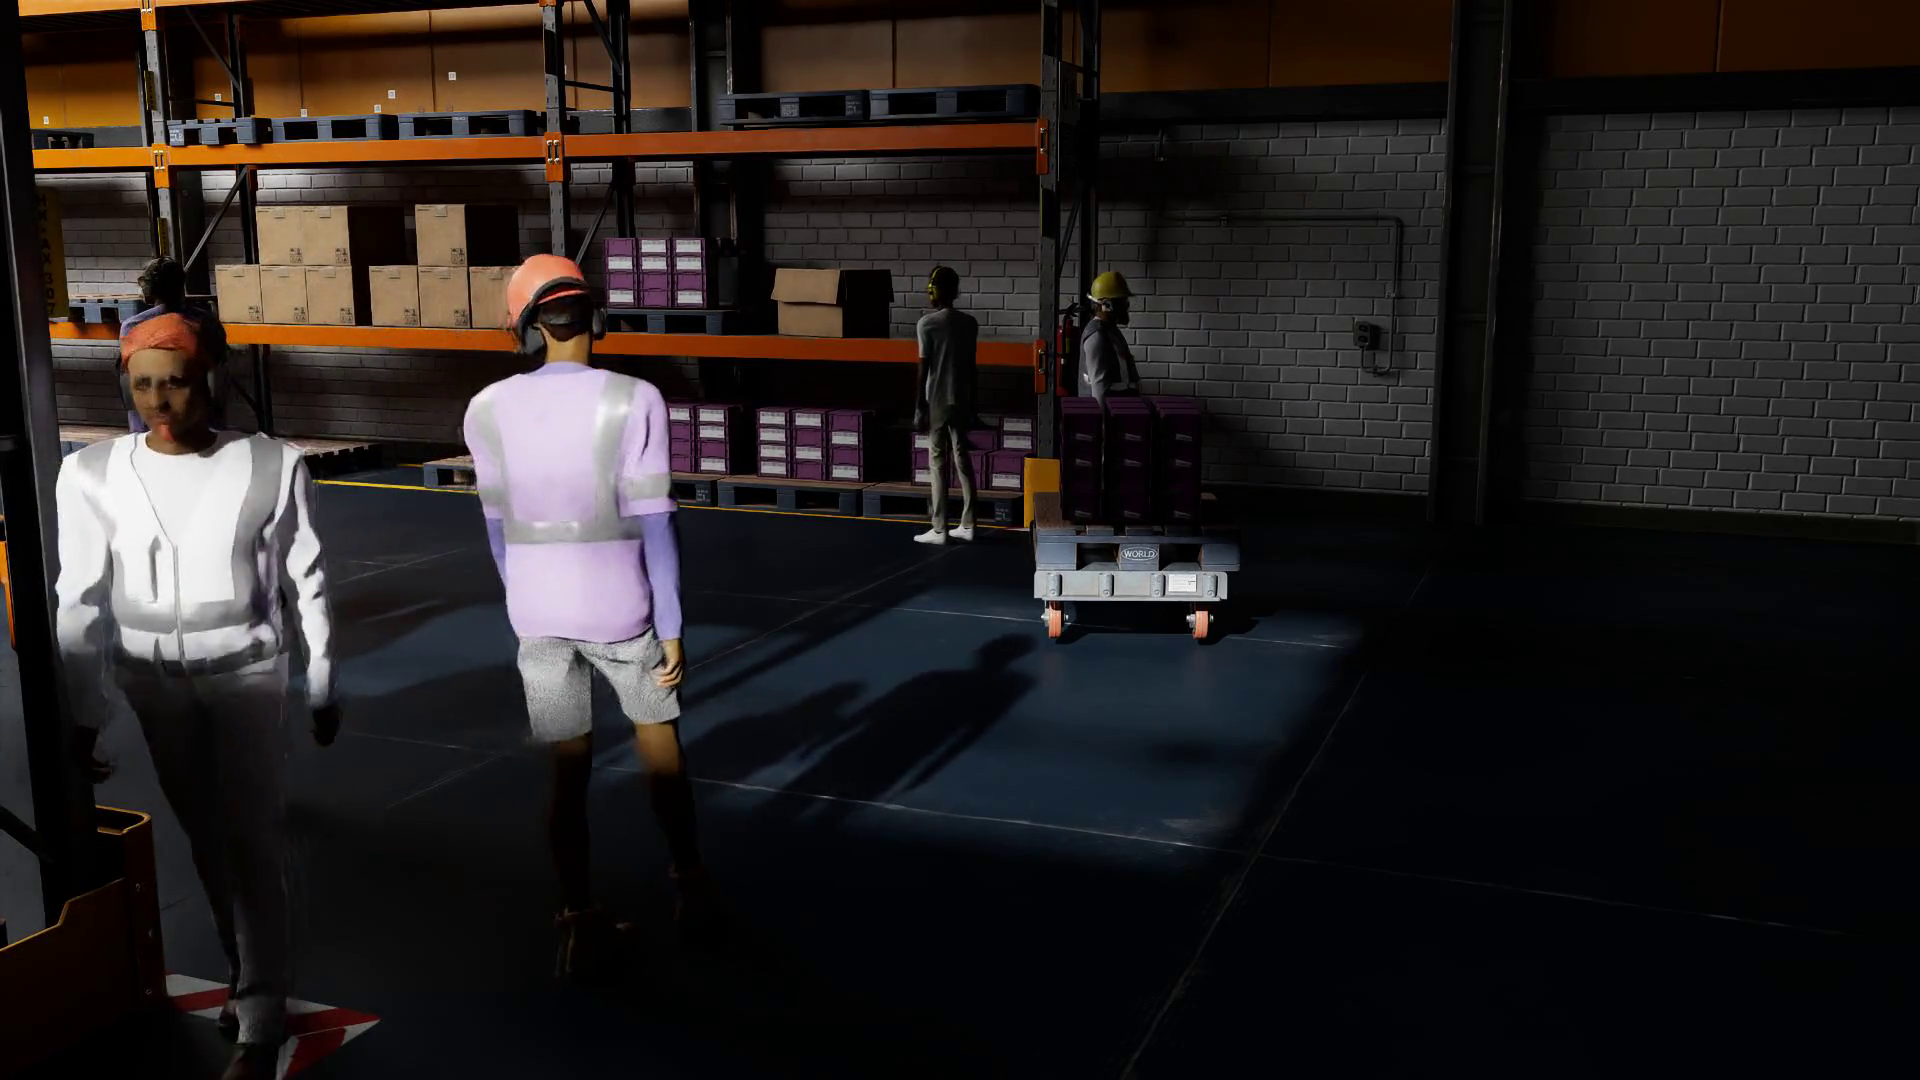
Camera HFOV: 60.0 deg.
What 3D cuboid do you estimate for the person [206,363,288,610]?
[{"bbox_3d":[-2.628,0.172,5.857,0.528,1.615,0.418,-6,12,-32],"label":"person"}]

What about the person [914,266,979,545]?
[{"bbox_3d":[-0.087,-0.901,11.195,0.507,1.861,0.324,-8,13,-39],"label":"person"}]

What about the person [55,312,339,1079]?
[{"bbox_3d":[-1.827,0.399,3.967,0.574,1.844,0.929,-1,10,-8],"label":"person"}]

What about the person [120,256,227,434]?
[{"bbox_3d":[-4.451,-0.632,9.462,0.367,1.940,0.635,5,11,27],"label":"person"}]

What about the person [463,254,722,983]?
[{"bbox_3d":[-1.040,0.198,4.719,0.644,1.984,0.748,2,10,10],"label":"person"}]

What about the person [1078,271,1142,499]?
[{"bbox_3d":[0.957,-0.796,10.662,0.404,1.837,0.590,2,10,9],"label":"person"}]
